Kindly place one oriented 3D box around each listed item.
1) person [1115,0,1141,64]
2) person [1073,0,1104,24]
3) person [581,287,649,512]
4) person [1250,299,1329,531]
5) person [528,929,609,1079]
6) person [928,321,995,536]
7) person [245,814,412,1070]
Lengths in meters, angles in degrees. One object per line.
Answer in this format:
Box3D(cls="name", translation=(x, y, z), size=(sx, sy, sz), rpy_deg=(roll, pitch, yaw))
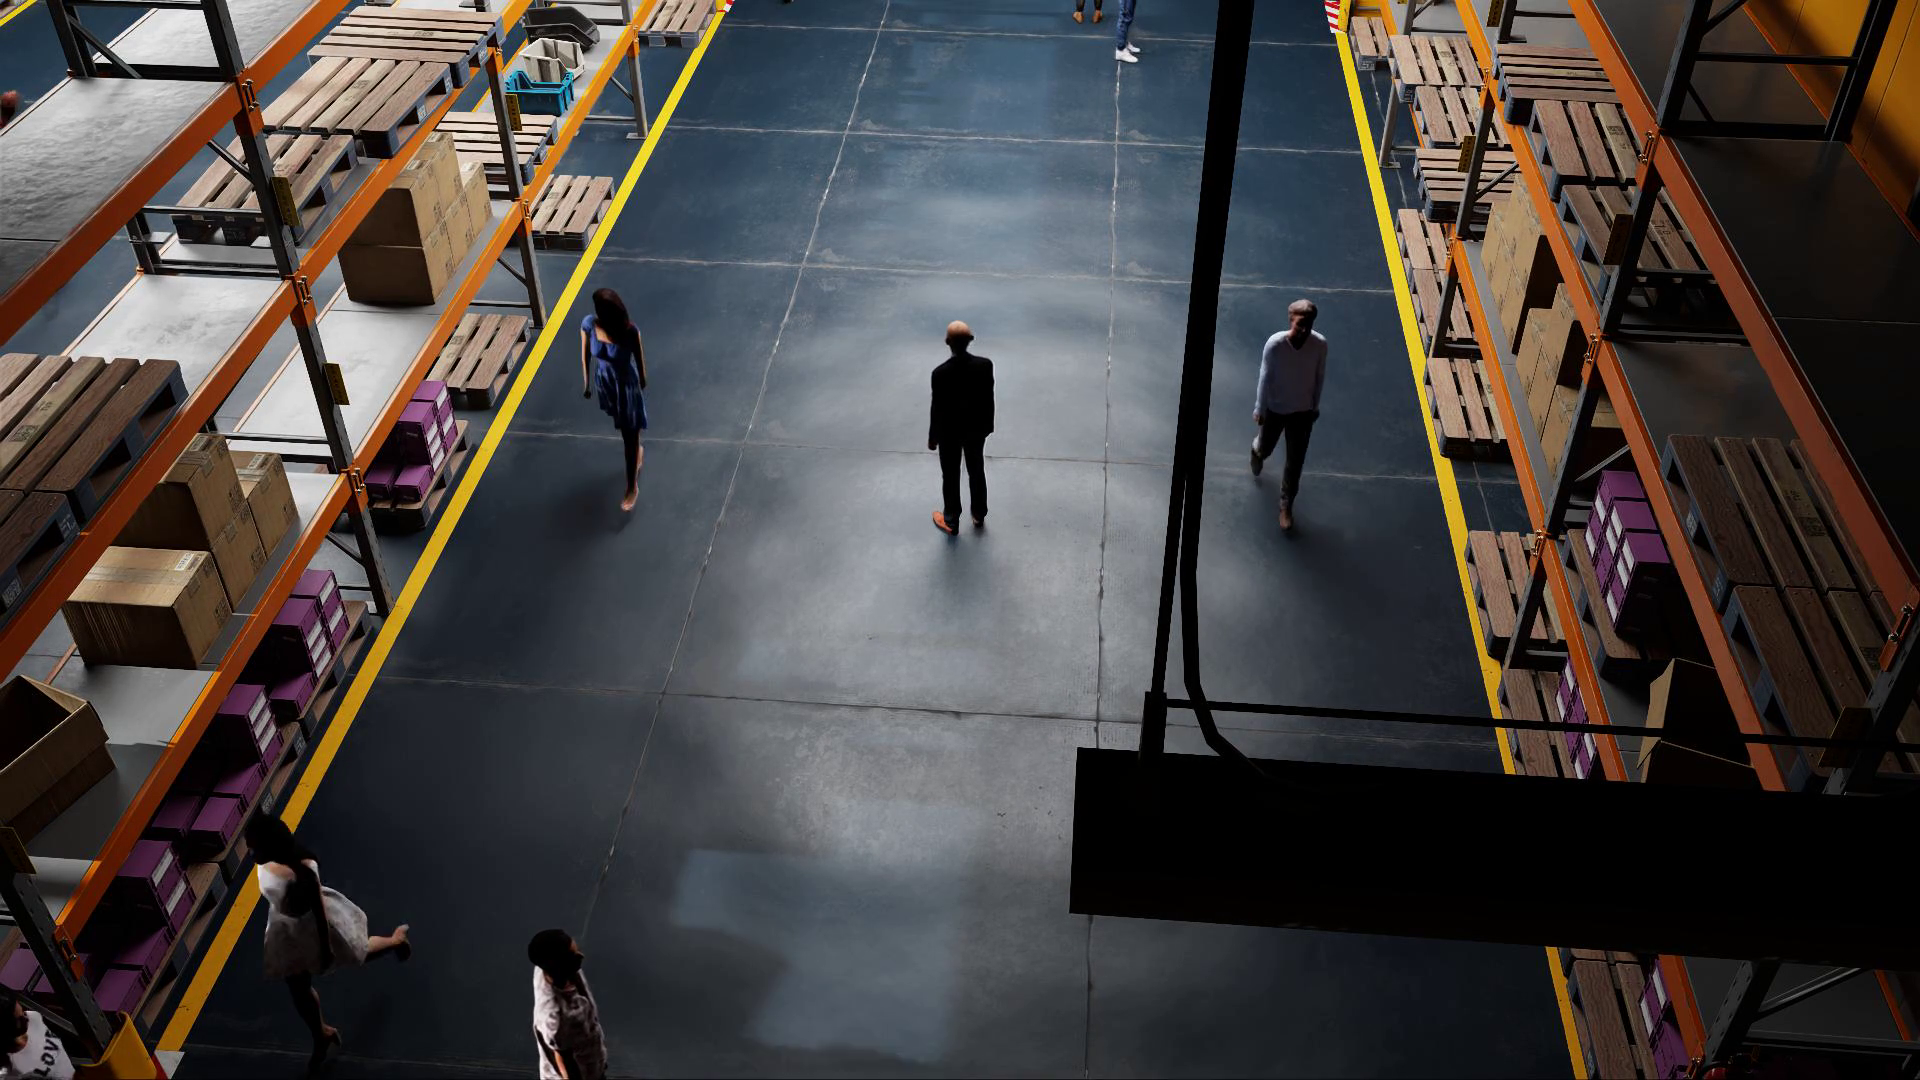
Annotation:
Box3D(cls="person", translation=(2.017, -6.594, 19.633), size=(0.752, 1.809, 0.513), rpy_deg=(7, 39, 8))
Box3D(cls="person", translation=(1.615, -7.250, 20.528), size=(0.617, 1.717, 0.550), rpy_deg=(2, 39, 2))
Box3D(cls="person", translation=(-2.621, -1.194, 12.905), size=(0.734, 1.766, 1.051), rpy_deg=(9, 39, 11))
Box3D(cls="person", translation=(2.465, -1.040, 12.630), size=(0.717, 1.869, 1.125), rpy_deg=(0, 39, 0))
Box3D(cls="person", translation=(-1.926, 2.516, 8.221), size=(0.787, 1.814, 0.608), rpy_deg=(-7, 39, -9))
Box3D(cls="person", translation=(0.008, -0.830, 12.423), size=(0.774, 1.798, 0.756), rpy_deg=(-15, 41, -18))
Box3D(cls="person", translation=(-3.386, 2.032, 8.882), size=(0.847, 1.746, 1.174), rpy_deg=(15, 41, 18))
